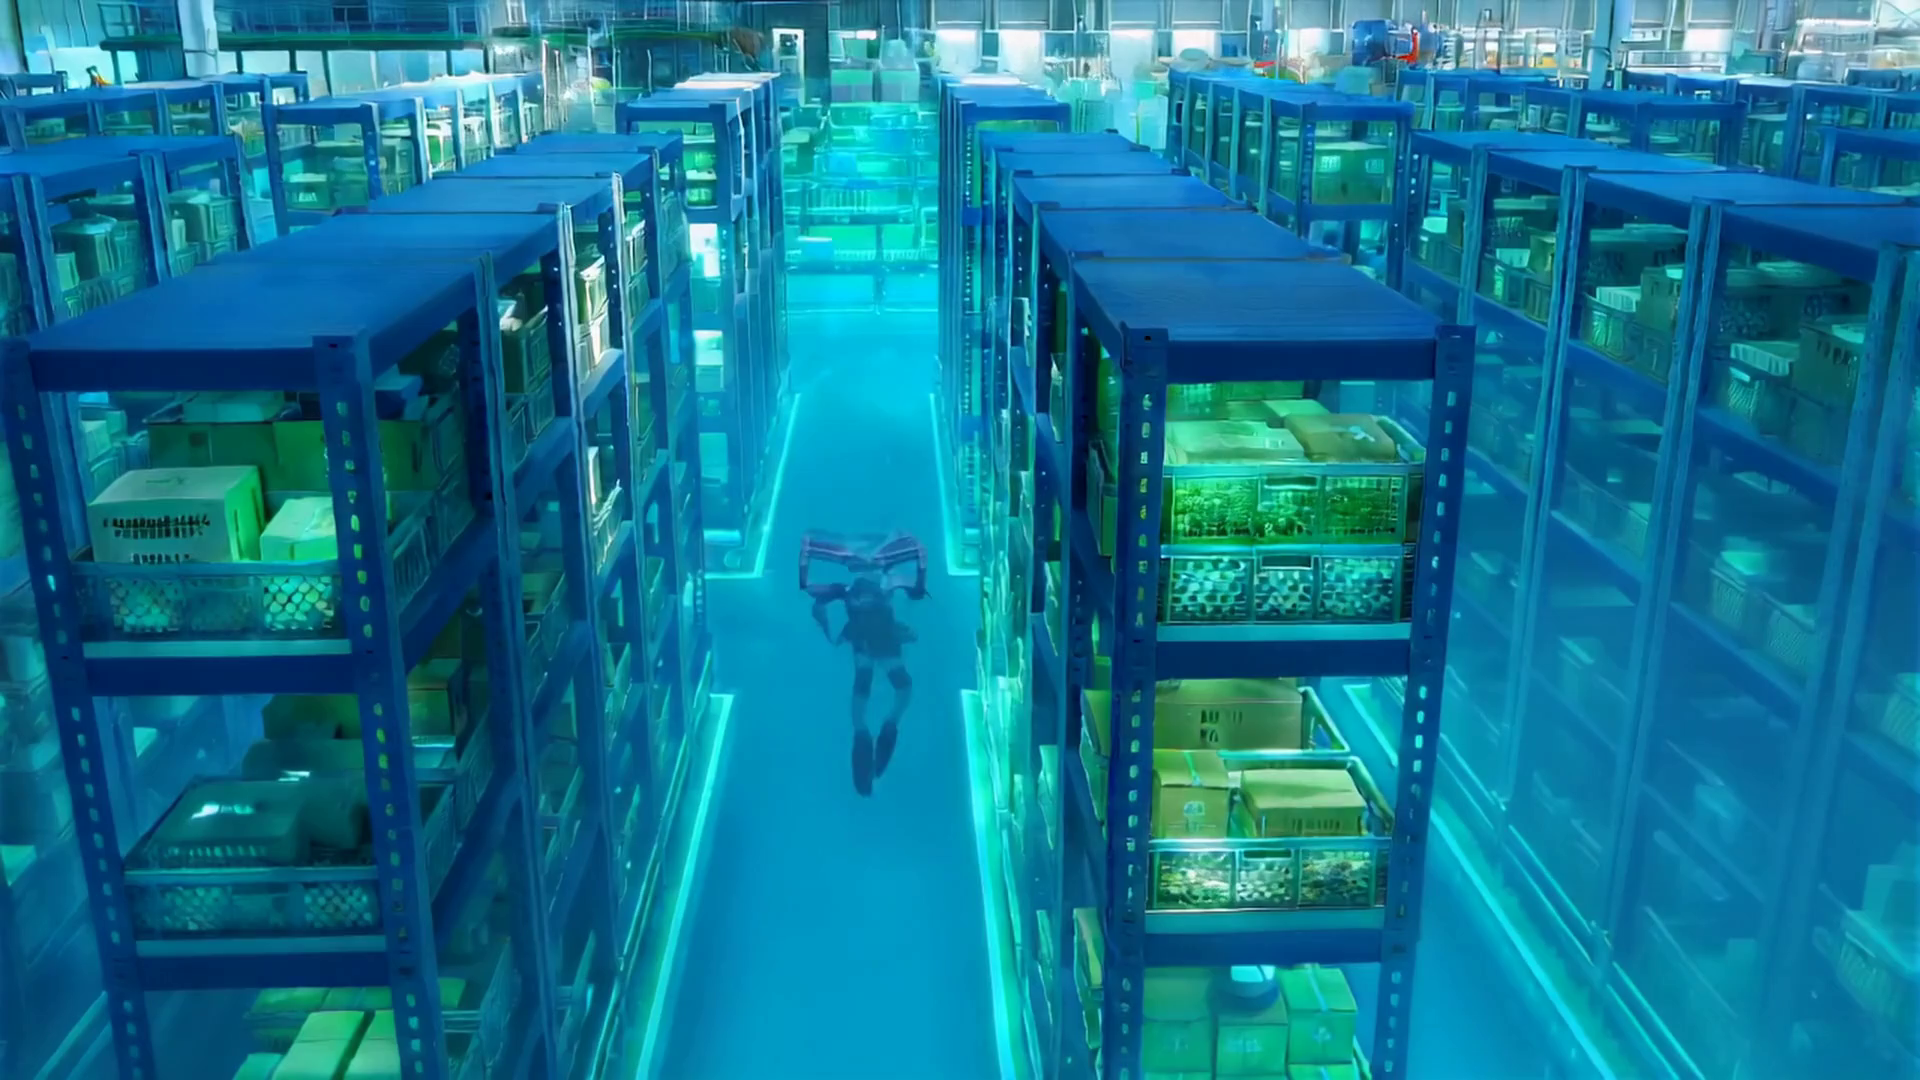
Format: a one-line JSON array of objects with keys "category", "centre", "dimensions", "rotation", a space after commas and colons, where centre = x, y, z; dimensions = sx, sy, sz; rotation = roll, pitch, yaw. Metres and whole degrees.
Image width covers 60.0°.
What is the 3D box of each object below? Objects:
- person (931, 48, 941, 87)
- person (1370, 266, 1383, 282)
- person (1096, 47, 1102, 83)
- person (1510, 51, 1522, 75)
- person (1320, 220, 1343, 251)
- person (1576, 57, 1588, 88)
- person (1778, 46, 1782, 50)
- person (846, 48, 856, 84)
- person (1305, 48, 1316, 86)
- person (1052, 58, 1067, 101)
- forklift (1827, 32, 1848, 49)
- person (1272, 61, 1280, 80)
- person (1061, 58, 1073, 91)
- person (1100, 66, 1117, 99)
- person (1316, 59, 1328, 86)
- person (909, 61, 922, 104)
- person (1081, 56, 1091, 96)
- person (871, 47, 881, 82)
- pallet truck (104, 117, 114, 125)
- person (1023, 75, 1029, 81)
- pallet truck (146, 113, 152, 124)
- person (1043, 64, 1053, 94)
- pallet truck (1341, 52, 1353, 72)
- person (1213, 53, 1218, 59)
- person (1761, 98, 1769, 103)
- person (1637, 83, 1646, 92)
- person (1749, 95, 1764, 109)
[{"category": "person", "centre": [-1.294, -24.988, 88.010], "dimensions": [0.616, 1.990, 0.393], "rotation": [12, 21, 32]}, {"category": "person", "centre": [4.080, -1.893, 16.868], "dimensions": [0.588, 1.797, 0.994], "rotation": [0, 18, 1]}, {"category": "person", "centre": [7.680, -26.281, 92.118], "dimensions": [0.382, 1.924, 0.594], "rotation": [2, 18, 6]}, {"category": "person", "centre": [29.469, -24.969, 88.163], "dimensions": [0.580, 1.866, 0.464], "rotation": [16, 24, 41]}, {"category": "person", "centre": [4.297, -2.831, 19.476], "dimensions": [0.618, 1.983, 0.431], "rotation": [10, 20, 28]}, {"category": "person", "centre": [30.972, -23.173, 82.794], "dimensions": [0.486, 1.744, 0.296], "rotation": [8, 19, 22]}, {"category": "person", "centre": [46.709, -27.209, 94.970], "dimensions": [0.361, 1.940, 0.543], "rotation": [-10, 20, -28]}, {"category": "person", "centre": [-5.968, -25.932, 91.029], "dimensions": [0.616, 1.930, 0.741], "rotation": [6, 19, 19]}, {"category": "person", "centre": [18.919, -25.604, 89.978], "dimensions": [0.611, 1.963, 0.952], "rotation": [-4, 18, -13]}, {"category": "person", "centre": [4.502, -20.789, 75.172], "dimensions": [1.001, 1.884, 0.652], "rotation": [-13, 22, -34]}, {"category": "forklift", "centre": [46.024, -25.320, 87.618], "dimensions": [1.129, 2.768, 1.873], "rotation": [-1, 18, -2]}, {"category": "person", "centre": [14.031, -20.219, 73.524], "dimensions": [1.003, 1.815, 0.540], "rotation": [8, 20, 24]}, {"category": "person", "centre": [5.289, -23.395, 83.614], "dimensions": [0.845, 1.660, 0.534], "rotation": [-9, 20, -26]}, {"category": "person", "centre": [5.573, -16.618, 62.034], "dimensions": [0.682, 2.000, 0.537], "rotation": [-7, 19, -21]}, {"category": "person", "centre": [16.571, -21.226, 76.651], "dimensions": [0.839, 1.811, 0.662], "rotation": [-7, 19, -20]}, {"category": "person", "centre": [-1.895, -19.595, 71.489], "dimensions": [0.919, 1.897, 0.597], "rotation": [-15, 23, -39]}, {"category": "person", "centre": [6.076, -22.241, 79.759], "dimensions": [0.429, 1.841, 0.625], "rotation": [15, 23, 39]}, {"category": "person", "centre": [-4.672, -26.769, 93.666], "dimensions": [0.661, 1.910, 0.586], "rotation": [-6, 19, -18]}, {"category": "pallet truck", "centre": [-18.367, -7.885, 35.078], "dimensions": [1.885, 1.965, 0.823], "rotation": [1, 18, 2]}, {"category": "person", "centre": [2.366, -15.779, 59.783], "dimensions": [1.001, 1.830, 0.582], "rotation": [3, 18, 9]}, {"category": "pallet truck", "centre": [-18.087, -8.309, 36.390], "dimensions": [1.885, 1.965, 0.823], "rotation": [-1, 18, -4]}, {"category": "person", "centre": [3.342, -17.604, 65.126], "dimensions": [0.790, 2.020, 0.620], "rotation": [-2, 18, -8]}, {"category": "pallet truck", "centre": [18.794, -23.123, 82.231], "dimensions": [0.823, 1.965, 1.885], "rotation": [-13, 22, -35]}, {"category": "person", "centre": [13.703, -25.248, 89.227], "dimensions": [0.748, 1.741, 0.537], "rotation": [-2, 18, -5]}, {"category": "person", "centre": [23.385, -12.046, 48.500], "dimensions": [0.902, 1.640, 0.536], "rotation": [-6, 19, -18]}, {"category": "person", "centre": [32.863, -22.328, 80.013], "dimensions": [0.515, 1.844, 0.329], "rotation": [14, 22, 36]}, {"category": "person", "centre": [31.576, -17.729, 65.716], "dimensions": [1.018, 1.883, 0.565], "rotation": [-2, 18, -6]}]
